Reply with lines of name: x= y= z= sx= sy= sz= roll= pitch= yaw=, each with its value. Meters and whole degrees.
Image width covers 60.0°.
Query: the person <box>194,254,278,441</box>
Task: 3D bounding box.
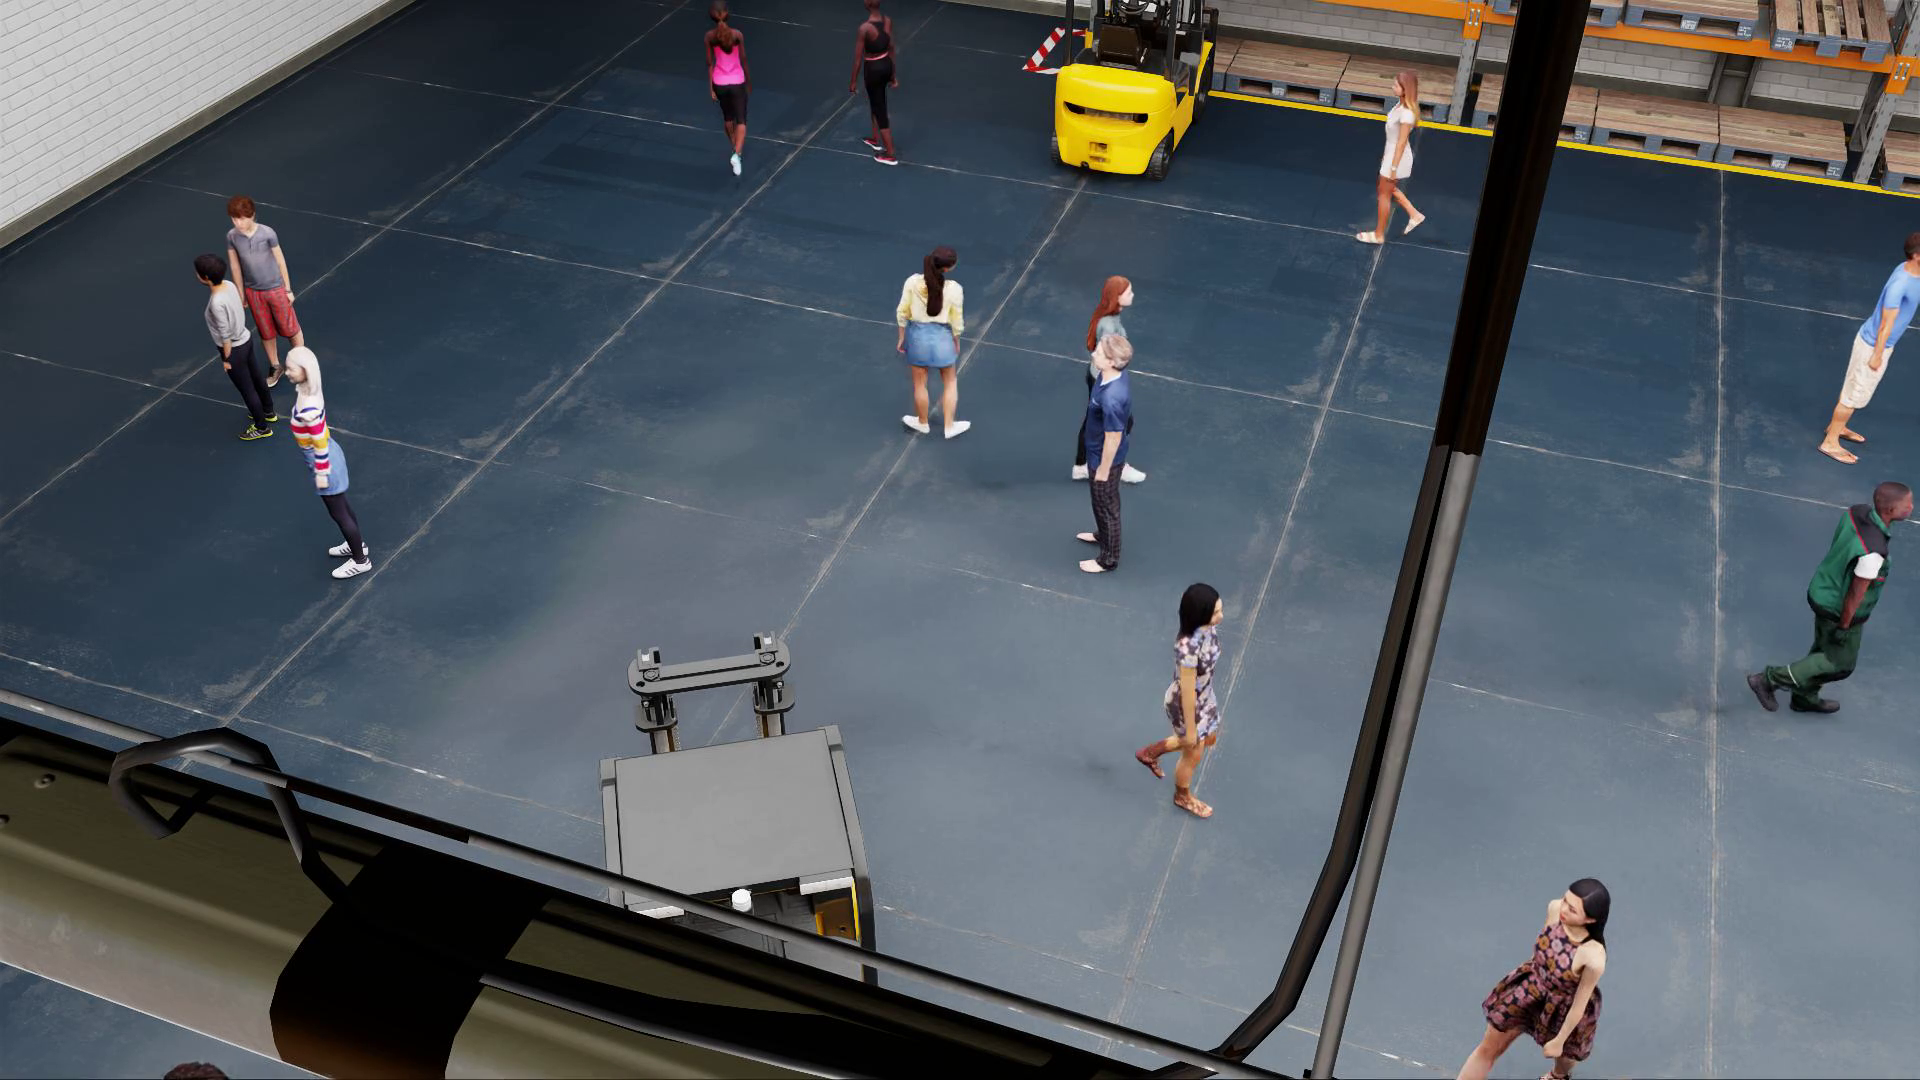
person: x=-5.575 y=-1.503 z=12.810 sx=0.602 sy=1.553 sz=0.615 roll=-3 pitch=39 yaw=-4

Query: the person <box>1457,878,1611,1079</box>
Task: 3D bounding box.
person: x=2.913 y=2.228 z=7.996 sx=1.179 sy=1.729 sz=1.075 roll=-14 pitch=41 yaw=-17

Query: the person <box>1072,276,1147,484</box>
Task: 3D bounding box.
person: x=0.983 y=-1.154 z=12.238 sx=0.872 sy=1.722 sz=0.751 roll=2 pitch=39 yaw=3

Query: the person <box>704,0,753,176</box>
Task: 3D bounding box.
person: x=-2.271 y=-4.412 z=16.333 sx=1.028 sy=1.702 sz=0.854 roll=1 pitch=39 yaw=1

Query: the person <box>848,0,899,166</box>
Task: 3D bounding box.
person: x=-0.746 y=-4.555 z=16.480 sx=0.939 sy=1.742 sz=0.784 roll=28 pitch=46 yaw=30

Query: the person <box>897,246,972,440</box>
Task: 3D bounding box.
person: x=-0.264 y=-1.514 z=12.778 sx=0.701 sy=1.610 sz=0.865 roll=-12 pitch=40 yaw=-15

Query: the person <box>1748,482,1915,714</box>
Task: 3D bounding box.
person: x=5.337 y=0.383 z=10.230 sx=0.929 sy=1.826 sz=0.769 roll=6 pitch=39 yaw=7

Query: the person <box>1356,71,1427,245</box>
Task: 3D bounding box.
person: x=4.056 y=-3.463 z=15.157 sx=0.846 sy=1.686 sz=0.636 roll=8 pitch=39 yaw=10

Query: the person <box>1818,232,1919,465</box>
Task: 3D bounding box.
person: x=6.925 y=-1.493 z=12.549 sx=0.664 sy=1.862 sz=0.716 roll=24 pitch=45 yaw=27

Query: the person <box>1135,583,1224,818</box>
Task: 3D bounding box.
person: x=1.269 y=0.923 z=9.637 sx=0.798 sy=1.722 sz=0.651 roll=18 pitch=42 yaw=21

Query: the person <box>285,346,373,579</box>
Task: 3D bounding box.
person: x=-4.349 y=-0.538 z=11.399 sx=0.749 sy=1.806 sz=0.718 roll=-12 pitch=40 yaw=-15

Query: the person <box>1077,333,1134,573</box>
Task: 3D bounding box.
person: x=1.013 y=-0.606 z=11.431 sx=0.644 sy=1.871 sz=0.719 roll=3 pitch=39 yaw=4

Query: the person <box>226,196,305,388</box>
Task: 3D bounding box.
person: x=-5.578 y=-2.017 z=13.375 sx=0.616 sy=1.651 sz=0.722 roll=-6 pitch=39 yaw=-7
